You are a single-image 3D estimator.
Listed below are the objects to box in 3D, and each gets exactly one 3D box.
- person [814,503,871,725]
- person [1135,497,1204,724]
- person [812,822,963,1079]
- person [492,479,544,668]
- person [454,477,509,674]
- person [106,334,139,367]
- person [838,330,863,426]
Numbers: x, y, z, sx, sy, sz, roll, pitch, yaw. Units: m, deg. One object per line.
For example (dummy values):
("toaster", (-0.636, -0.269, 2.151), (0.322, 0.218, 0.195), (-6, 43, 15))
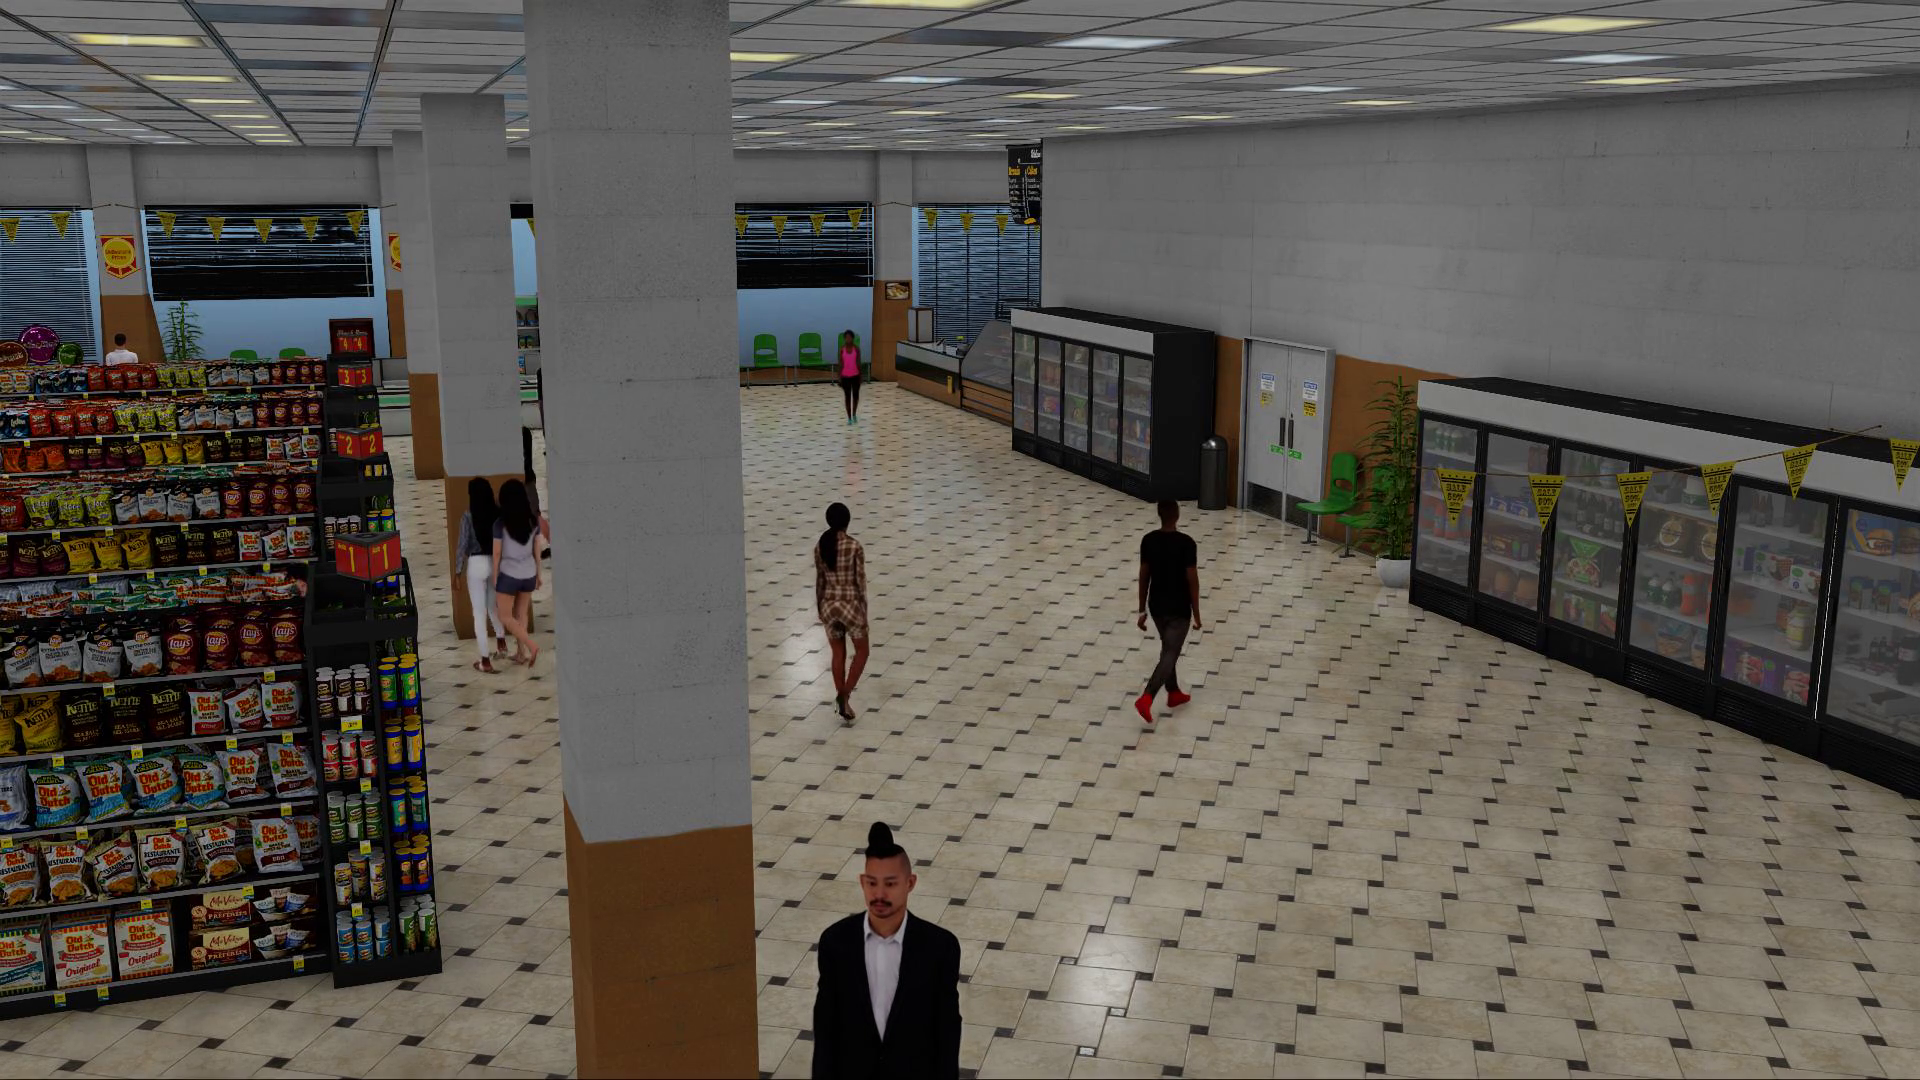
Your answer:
("person", (-0.935, 0.608, 12.997), (0.753, 1.780, 0.815), (4, 12, 17))
("person", (1.619, 0.578, 13.163), (1.077, 1.771, 1.273), (9, 15, 37))
("person", (-0.267, 1.971, 6.117), (0.713, 1.948, 0.854), (2, 12, 7))
("person", (-3.850, 0.330, 14.539), (0.890, 1.687, 0.940), (11, 16, 43))
("person", (-4.104, 0.311, 14.570), (0.834, 1.712, 0.730), (11, 16, 42))
("person", (-13.831, -2.492, 27.548), (0.506, 1.851, 0.740), (-6, 13, -25))
("person", (-1.964, -2.918, 29.904), (0.648, 1.712, 0.731), (0, 12, 0))
